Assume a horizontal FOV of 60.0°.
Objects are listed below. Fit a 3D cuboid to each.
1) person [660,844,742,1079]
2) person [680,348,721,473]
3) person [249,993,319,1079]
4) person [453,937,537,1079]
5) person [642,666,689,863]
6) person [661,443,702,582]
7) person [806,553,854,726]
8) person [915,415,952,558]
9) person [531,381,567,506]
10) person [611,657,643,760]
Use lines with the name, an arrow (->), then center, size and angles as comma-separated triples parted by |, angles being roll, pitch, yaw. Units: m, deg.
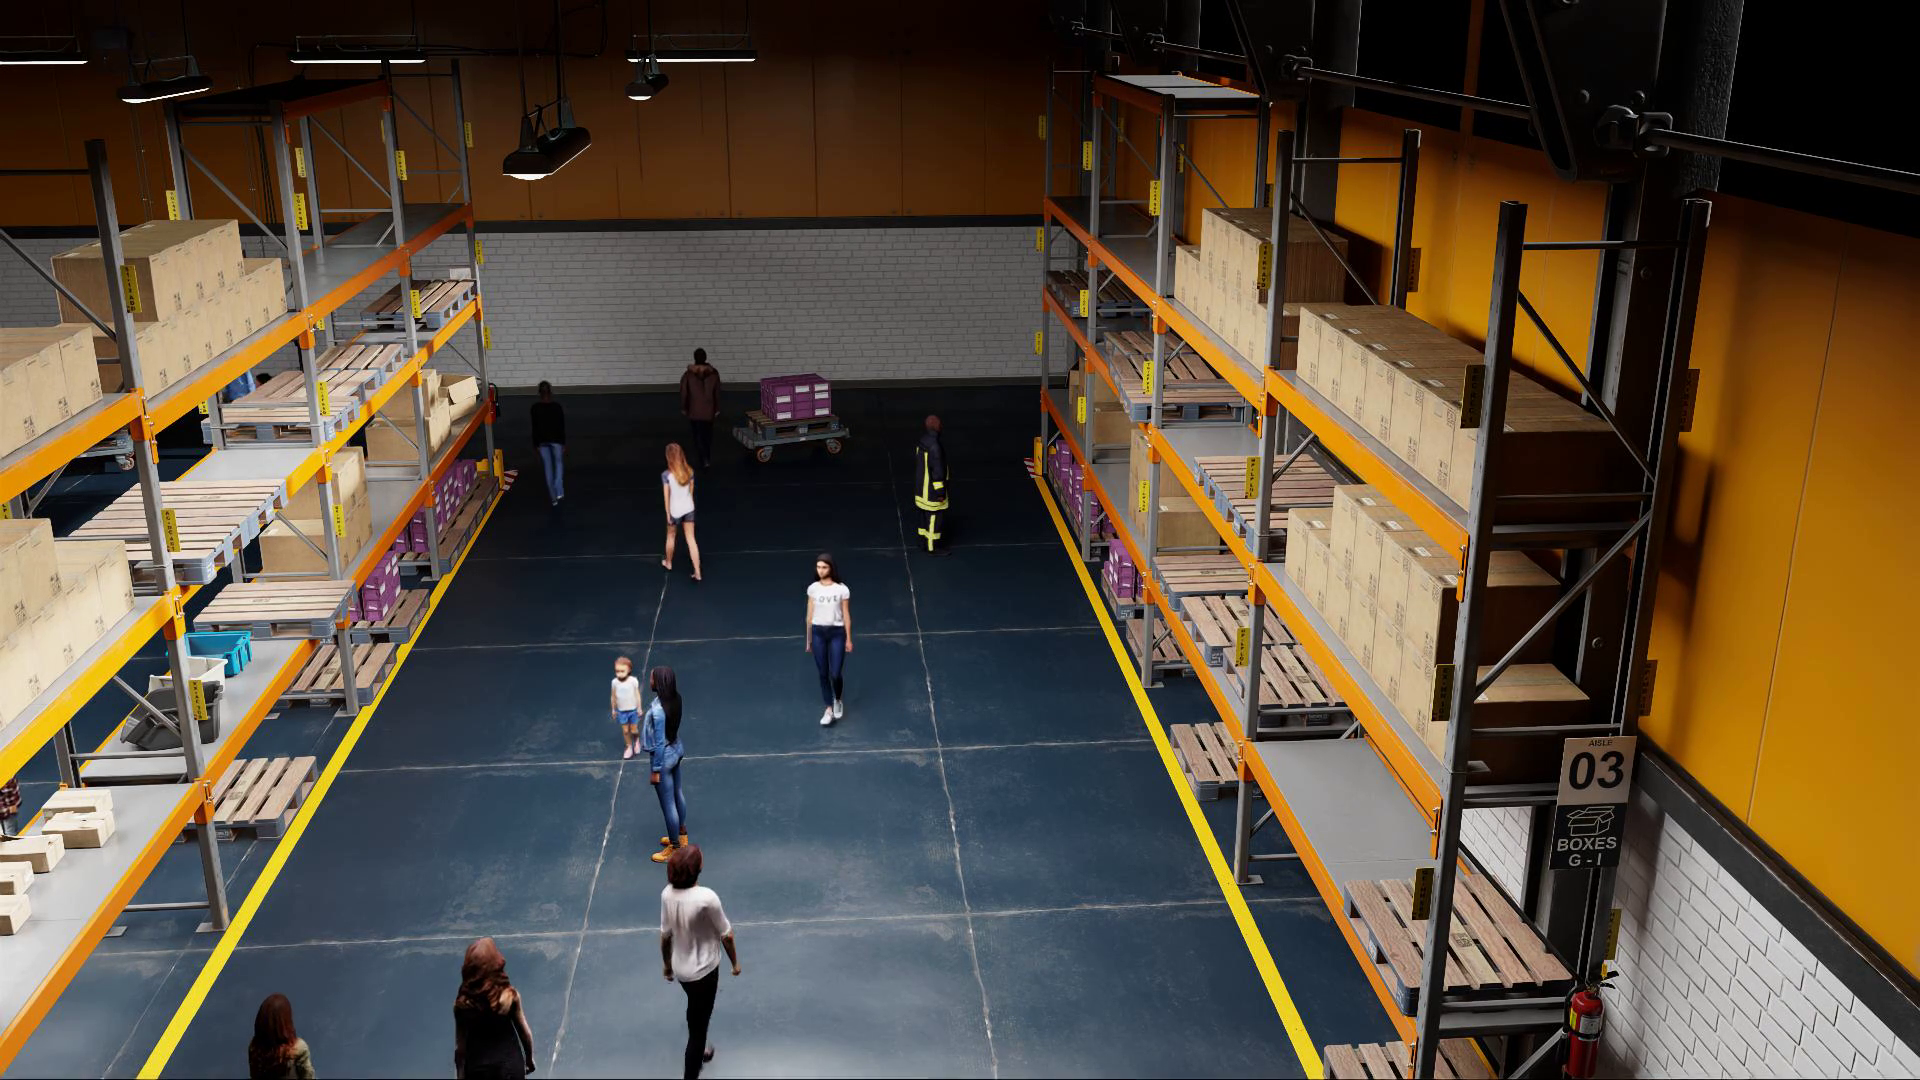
person -> -1.758, 2.843, 10.710 | 0.834, 1.778, 0.918 | 10, 21, 27
person -> -3.837, -1.900, 24.743 | 0.939, 1.810, 1.229 | -7, 20, -19
person -> -3.949, 3.352, 9.682 | 0.685, 1.469, 0.726 | 3, 19, 9
person -> -2.736, 3.198, 9.767 | 0.737, 1.707, 1.107 | -5, 19, -14
person -> -2.425, 1.837, 13.797 | 0.710, 1.713, 0.531 | 3, 19, 8
person -> -3.346, -0.303, 20.200 | 0.913, 1.682, 1.171 | -11, 22, -29
person -> -1.261, 0.955, 16.337 | 0.694, 1.764, 0.720 | 4, 19, 13
person -> -0.361, -0.711, 21.195 | 0.884, 1.821, 0.721 | -7, 20, -21
person -> -5.719, -1.328, 23.158 | 0.637, 1.738, 0.708 | -3, 19, -10
person -> -3.124, 1.564, 15.705 | 0.458, 1.013, 0.479 | 1, 19, 4
